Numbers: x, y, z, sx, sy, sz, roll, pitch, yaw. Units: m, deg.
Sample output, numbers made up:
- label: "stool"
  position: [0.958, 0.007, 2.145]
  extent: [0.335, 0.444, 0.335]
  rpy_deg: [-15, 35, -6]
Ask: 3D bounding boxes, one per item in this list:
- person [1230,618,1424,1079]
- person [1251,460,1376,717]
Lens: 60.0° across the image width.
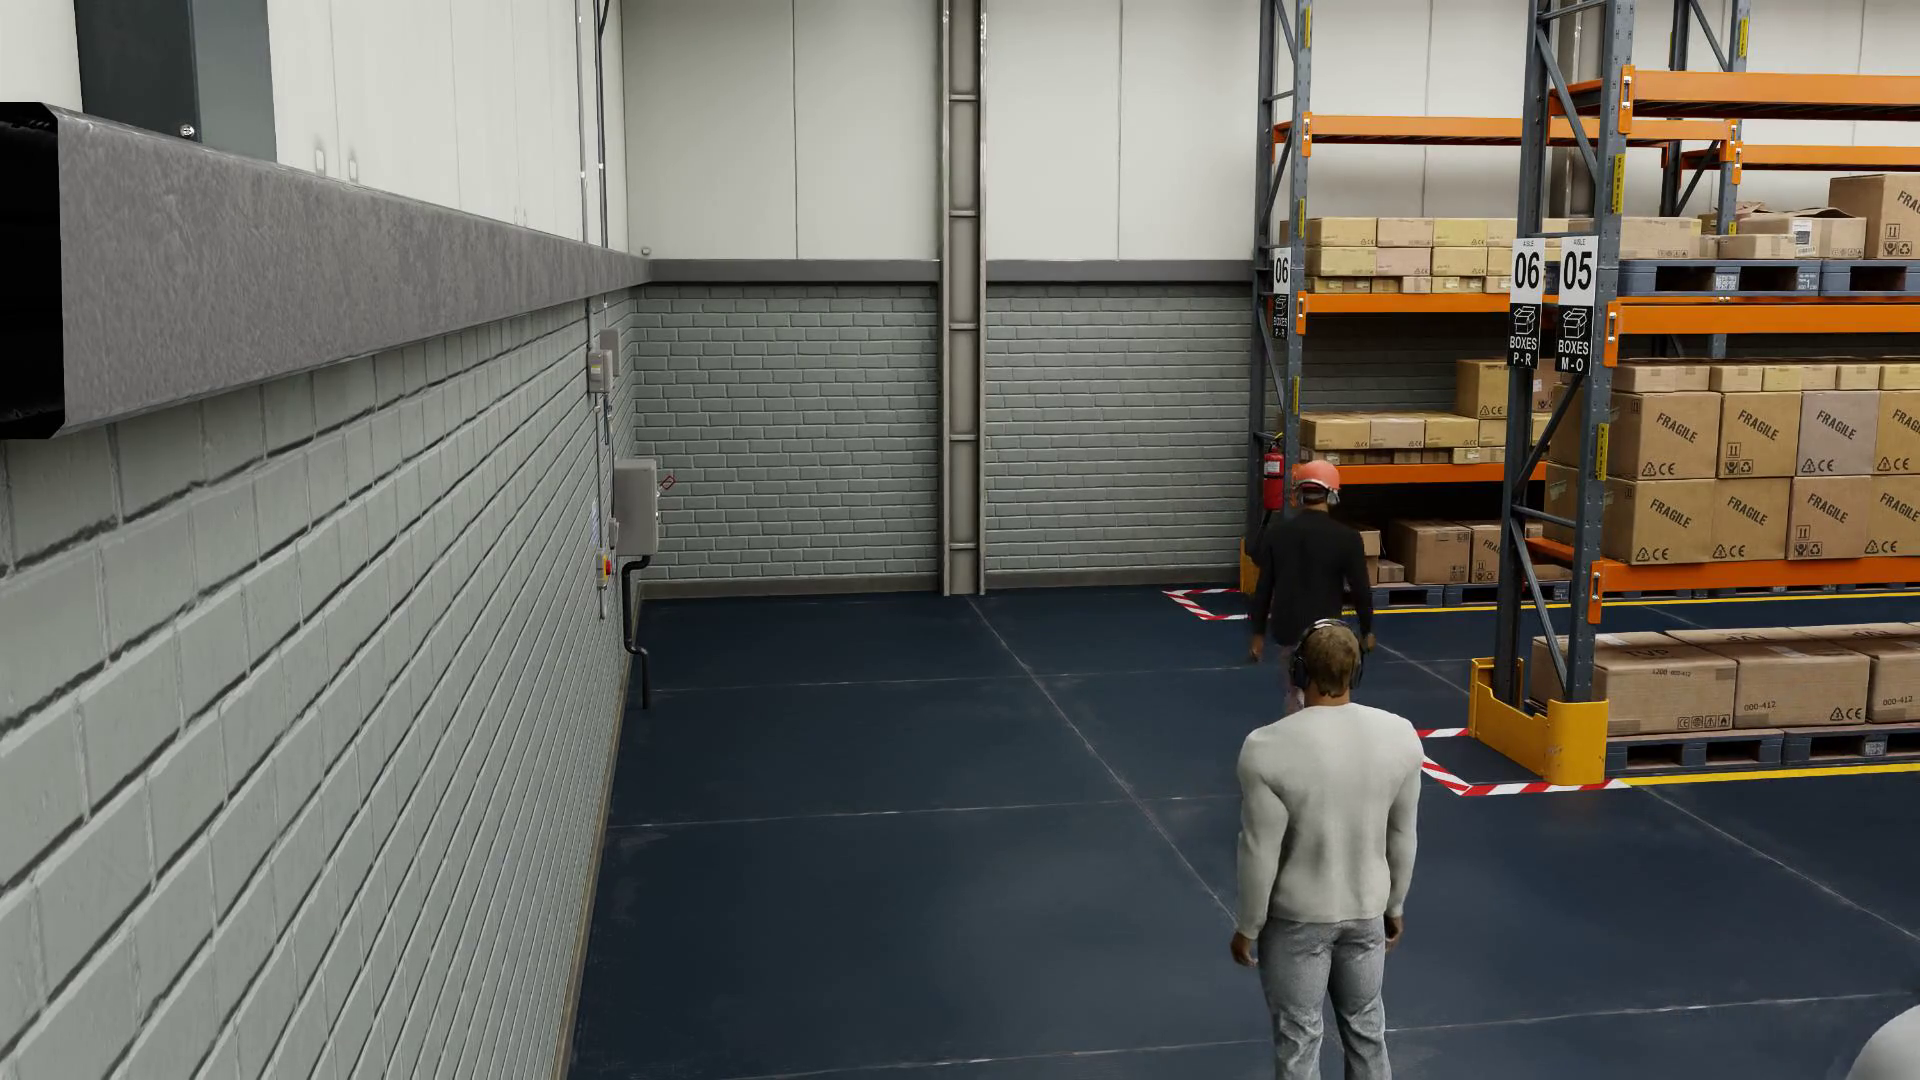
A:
- label: "person"
  position: [1.168, 1.206, 5.368]
  extent: [0.627, 1.941, 0.372]
  rpy_deg: [-2, 9, -14]
- label: "person"
  position: [2.064, 0.516, 9.604]
  extent: [0.619, 1.946, 0.896]
  rpy_deg: [8, 12, 40]
